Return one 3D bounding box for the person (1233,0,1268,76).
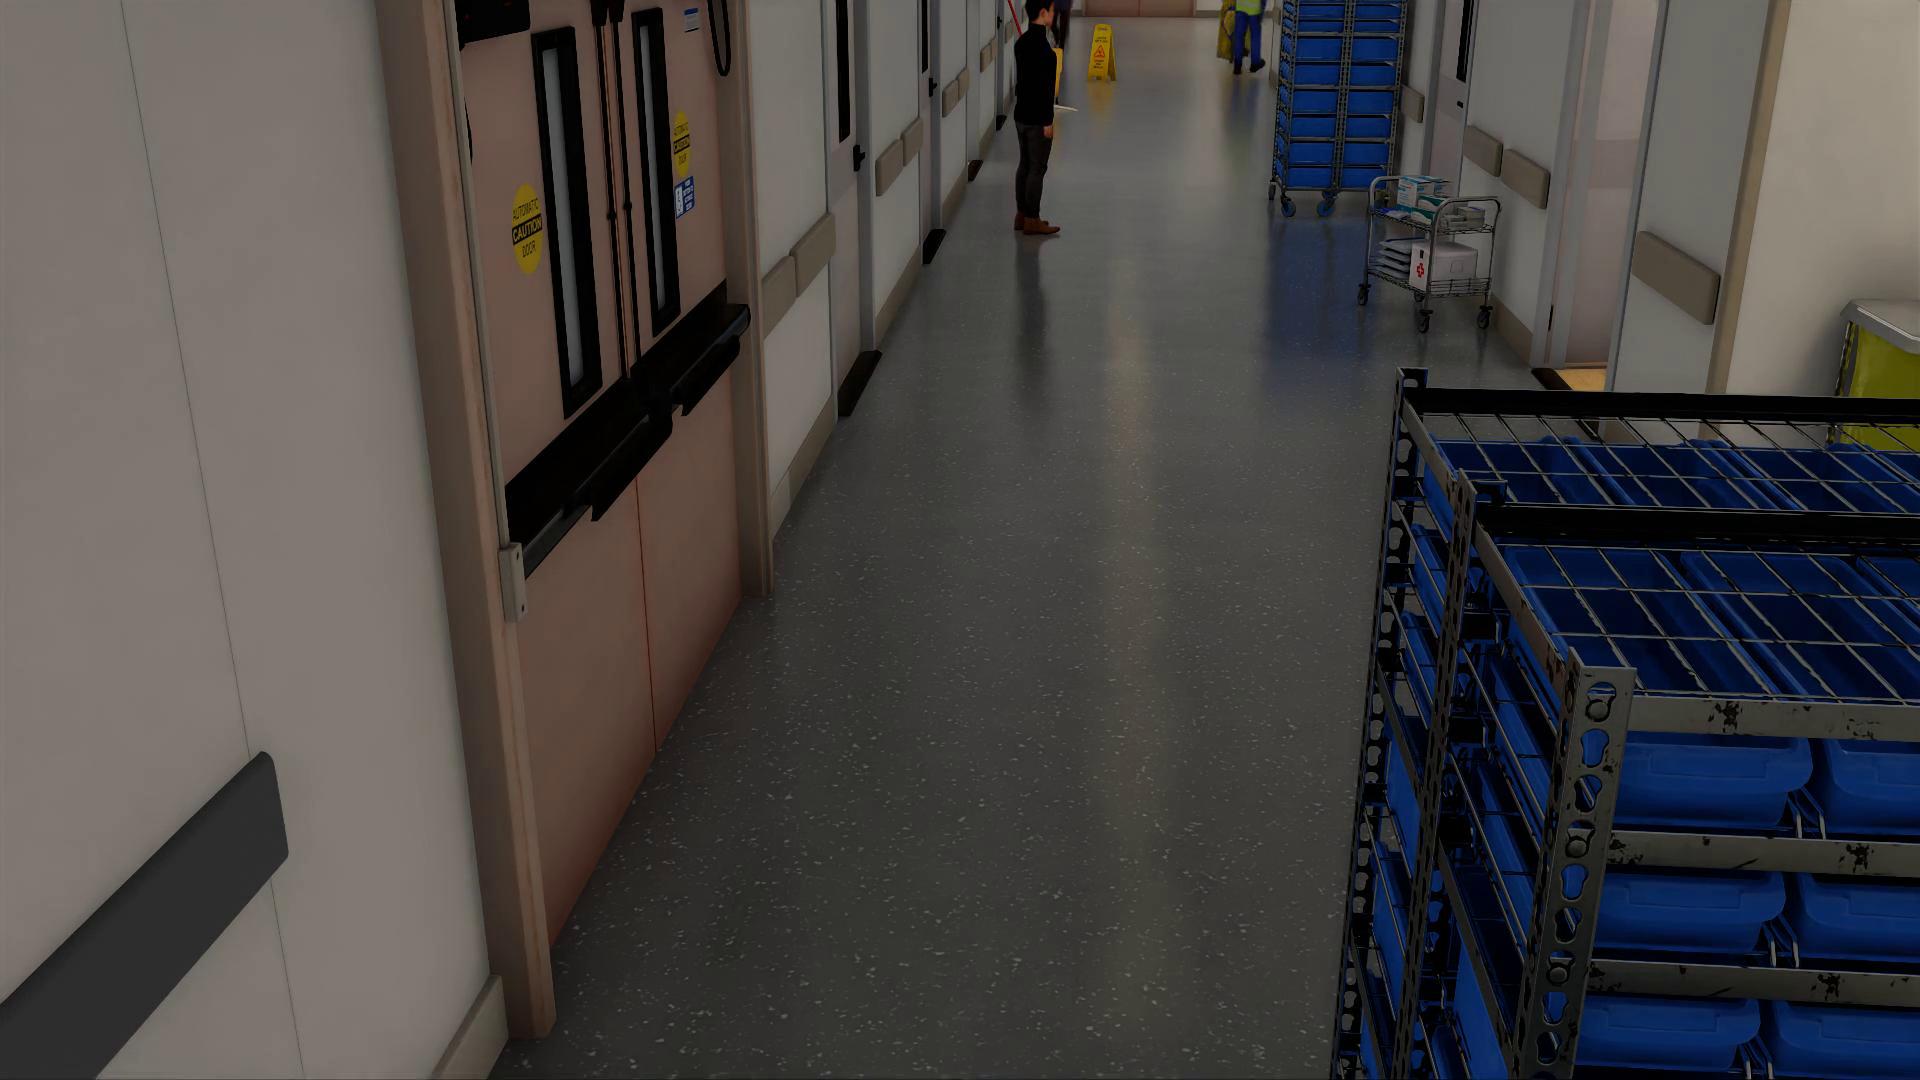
[{"bbox_3d":[4.049,-7.420,23.457,0.946,1.752,1.297,8,22,21],"label":"person"}]

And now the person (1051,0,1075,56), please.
[{"bbox_3d":[1.639,-8.820,27.236,0.608,1.692,0.950,1,21,2],"label":"person"}]

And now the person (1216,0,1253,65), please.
[{"bbox_3d":[4.273,-8.217,25.702,0.726,1.651,0.810,3,21,9],"label":"person"}]

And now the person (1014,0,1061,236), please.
[{"bbox_3d":[0.543,-3.114,12.128,0.773,1.723,0.618,-6,22,-16],"label":"person"}]
